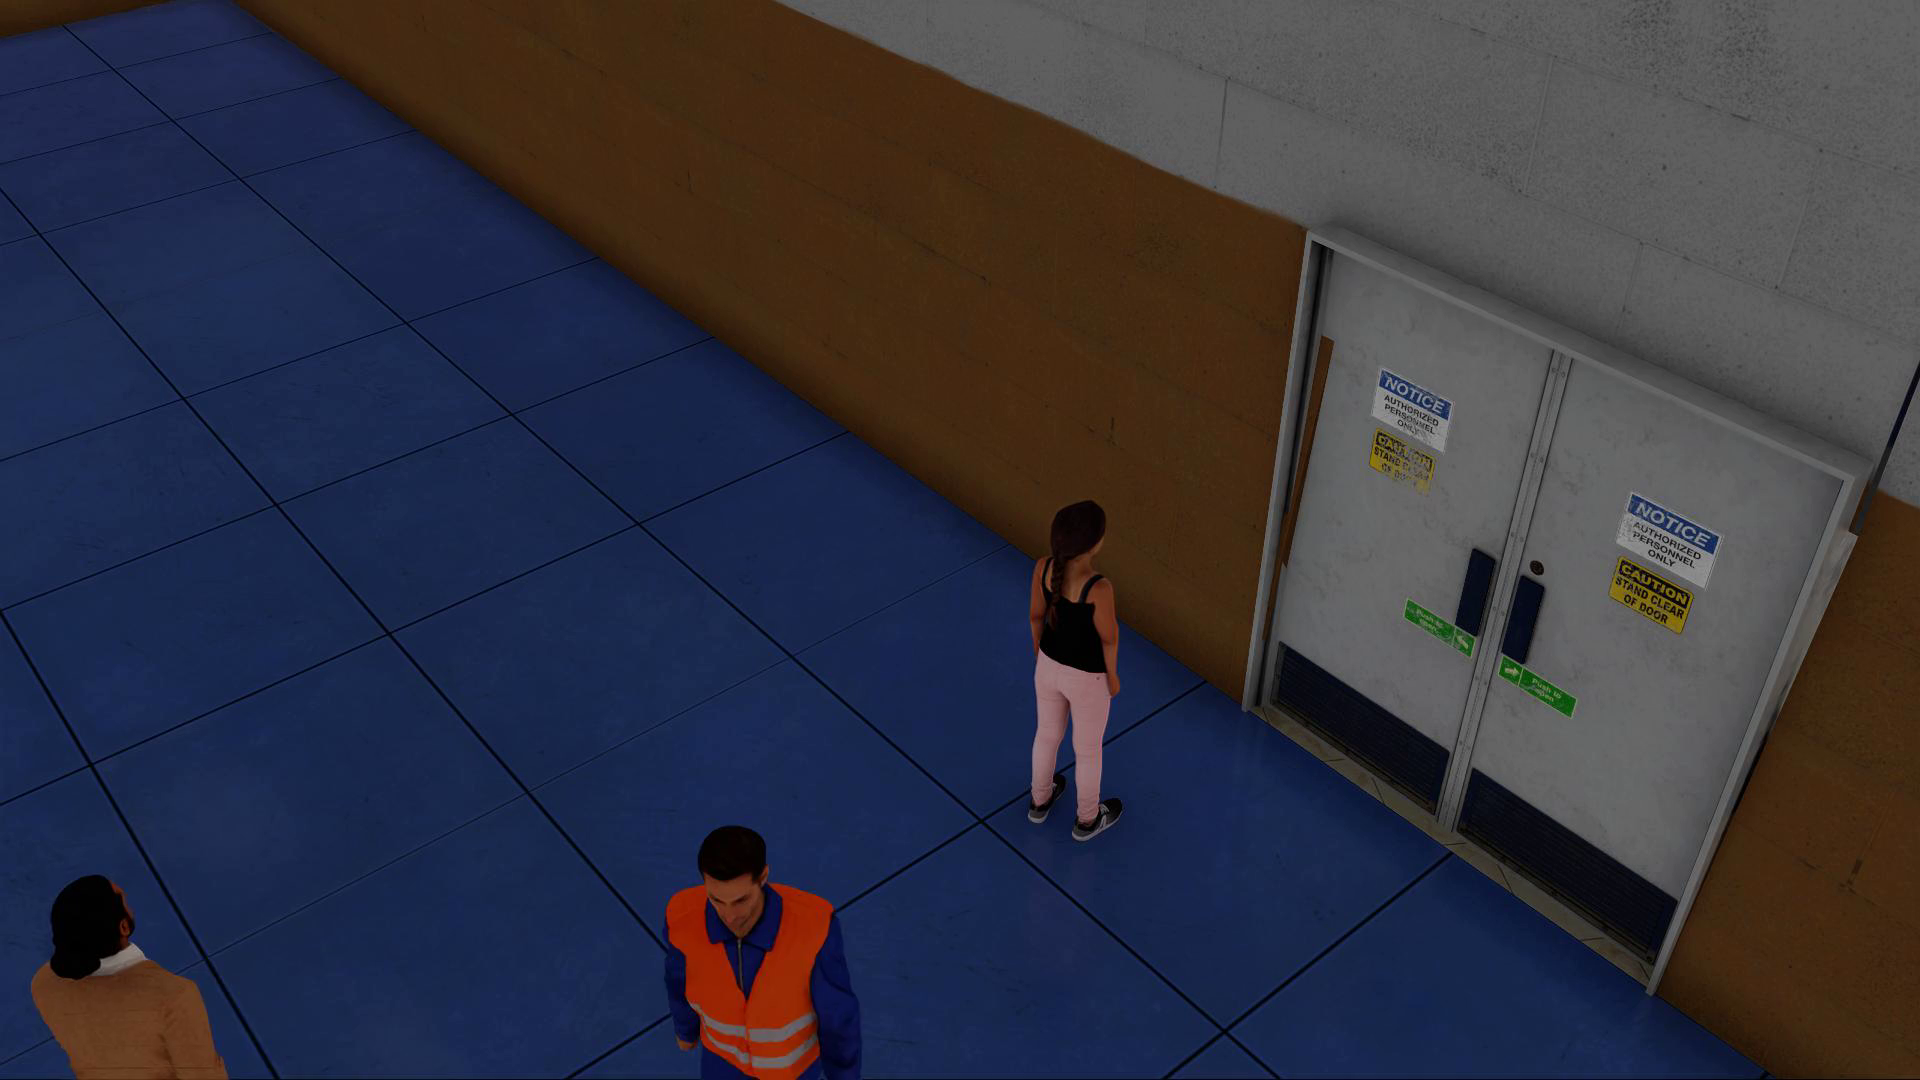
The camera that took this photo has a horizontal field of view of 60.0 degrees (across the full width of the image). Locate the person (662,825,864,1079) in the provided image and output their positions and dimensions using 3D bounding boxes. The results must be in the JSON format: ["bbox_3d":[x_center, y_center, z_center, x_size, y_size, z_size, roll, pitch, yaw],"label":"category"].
[{"bbox_3d":[-0.551,1.411,4.879,1.209,1.817,1.195,-2,37,-3],"label":"person"}]

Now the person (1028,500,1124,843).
[{"bbox_3d":[0.430,0.499,6.304,0.579,1.565,0.578,23,43,28],"label":"person"}]

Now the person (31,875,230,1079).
[{"bbox_3d":[-2.239,1.682,4.614,1.158,1.703,1.219,3,37,4],"label":"person"}]
